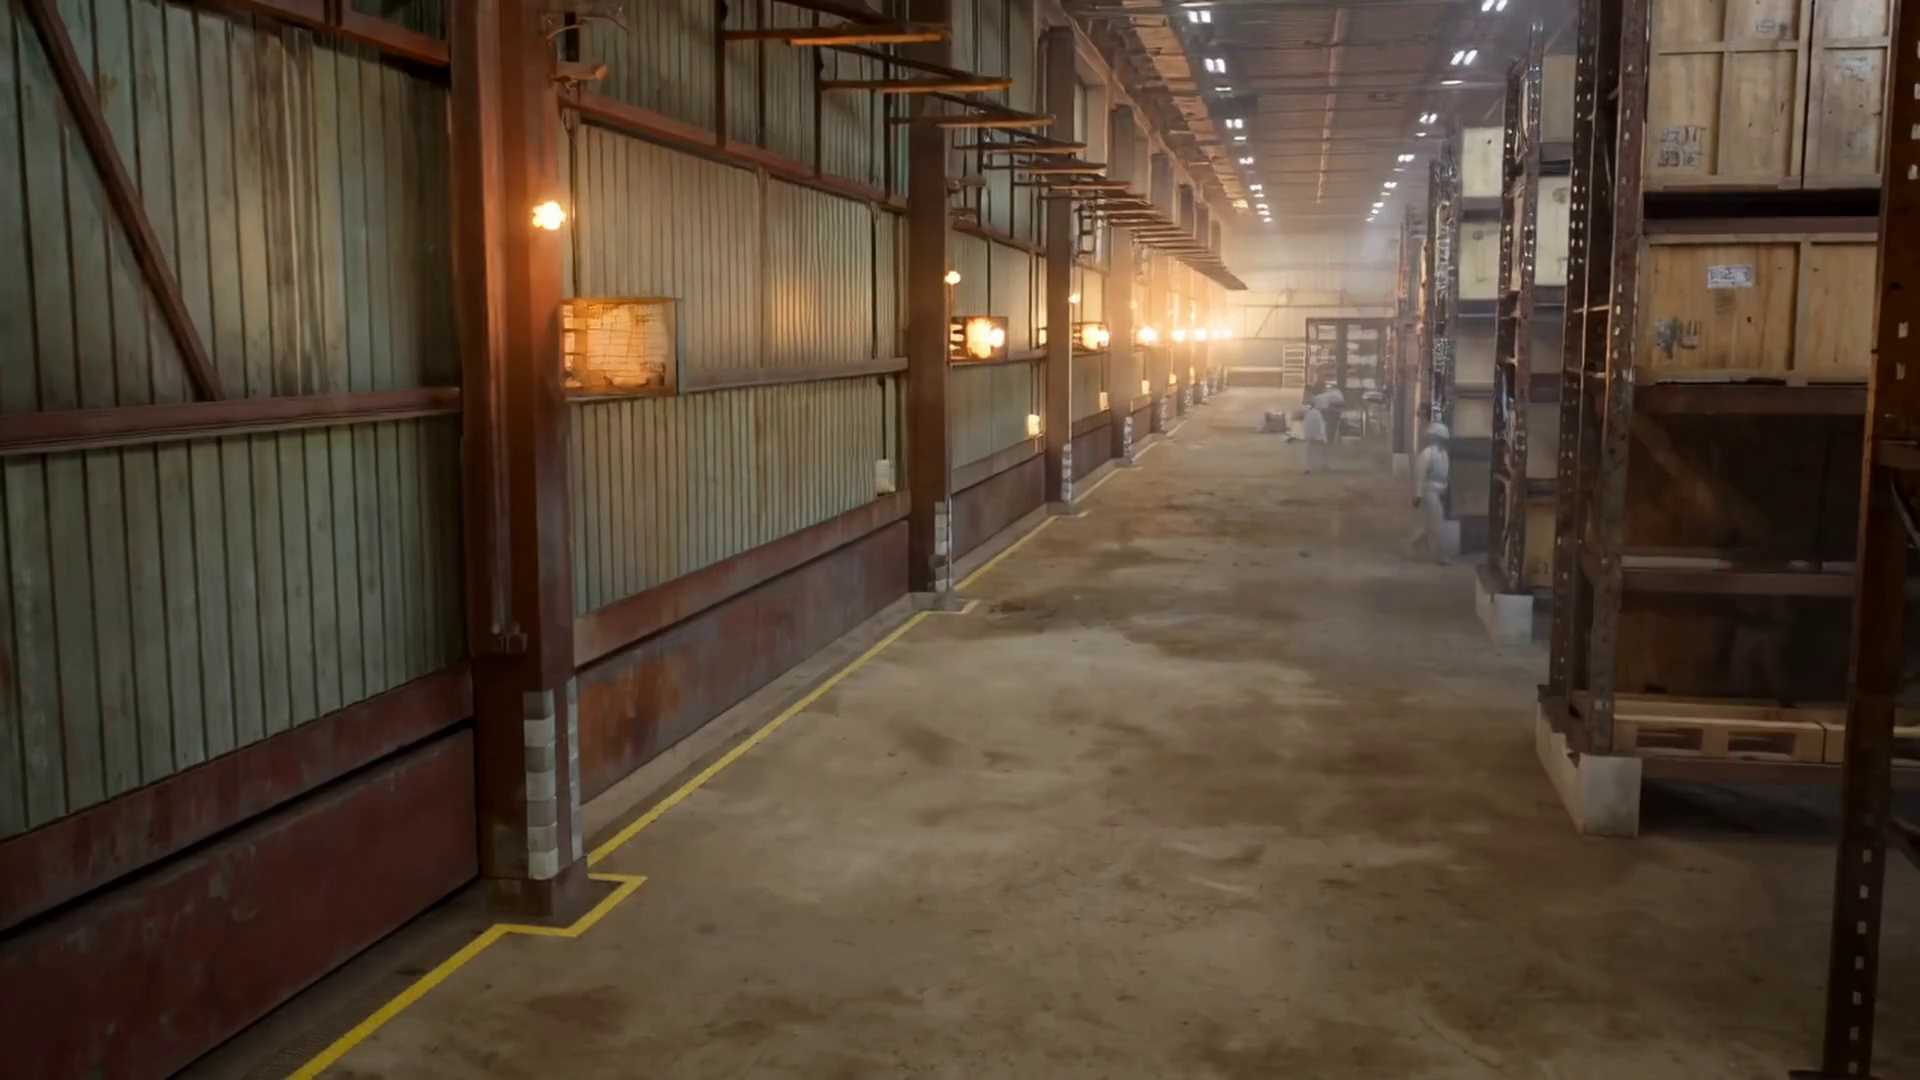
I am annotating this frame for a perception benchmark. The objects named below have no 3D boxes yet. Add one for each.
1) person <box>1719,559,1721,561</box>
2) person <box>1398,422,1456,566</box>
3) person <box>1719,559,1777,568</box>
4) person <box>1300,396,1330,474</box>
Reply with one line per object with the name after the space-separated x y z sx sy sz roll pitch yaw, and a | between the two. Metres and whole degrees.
6.579 0.530 14.052 0.522 1.645 0.306 -4 8 -29 | person
6.253 -0.626 22.233 0.836 1.923 0.613 7 10 44 | person
6.061 0.567 12.830 1.032 1.894 0.636 1 7 6 | person
7.726 -2.290 36.304 0.627 1.723 0.593 -3 8 -20 | person
